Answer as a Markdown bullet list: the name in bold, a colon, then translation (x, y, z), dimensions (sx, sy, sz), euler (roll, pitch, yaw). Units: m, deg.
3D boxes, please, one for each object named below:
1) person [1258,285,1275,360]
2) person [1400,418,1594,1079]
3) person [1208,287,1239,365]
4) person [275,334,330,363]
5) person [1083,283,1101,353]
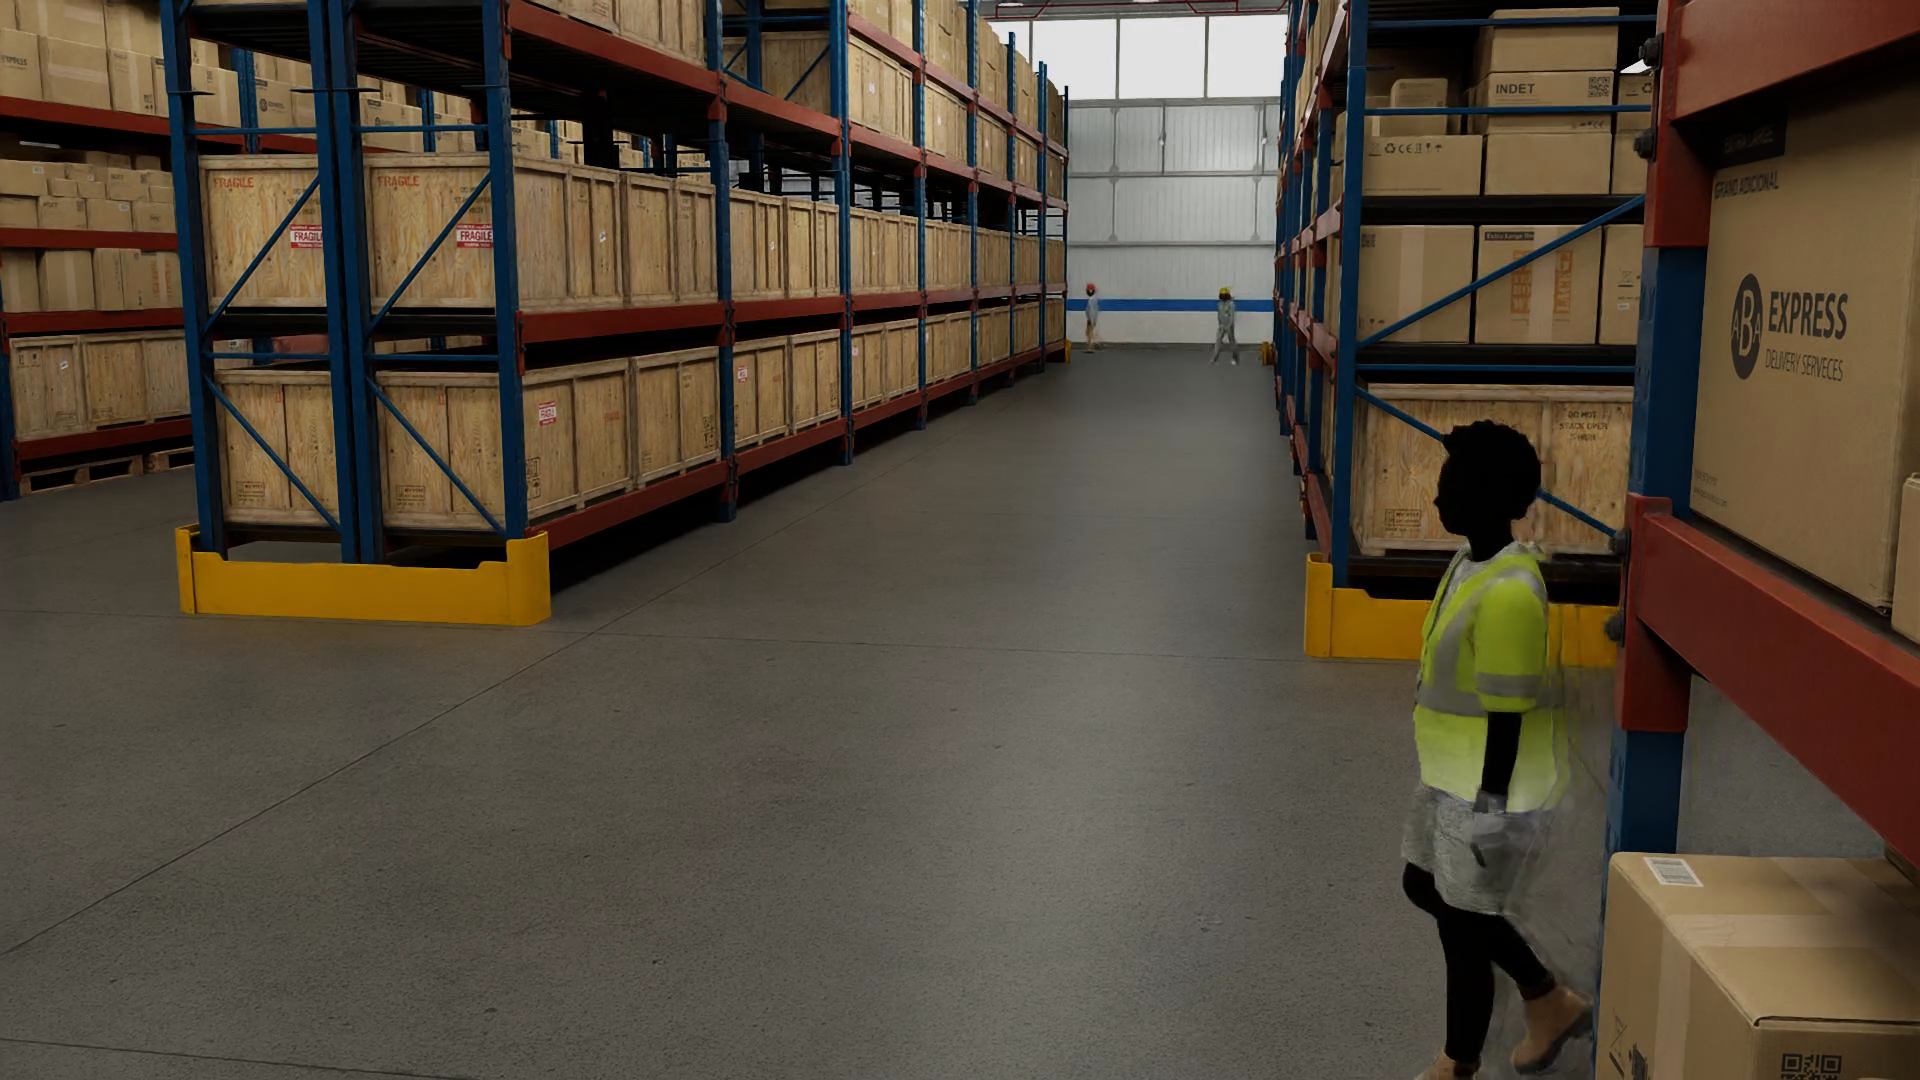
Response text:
- **person**: translation (7.051, -4.916, 37.181), dimensions (0.900, 1.907, 0.661), euler (2, 9, 15)
- **person**: translation (1.247, 0.557, 3.897), dimensions (0.449, 1.686, 0.548), euler (1, 9, 9)
- **person**: translation (5.799, -4.656, 36.230), dimensions (0.497, 1.699, 0.894), euler (9, 13, 44)
- **person**: translation (-6.173, -1.469, 15.855), dimensions (0.644, 1.896, 0.449), euler (0, 9, 1)
- **person**: translation (3.242, -5.492, 41.297), dimensions (0.372, 1.740, 0.570), euler (1, 9, 9)
